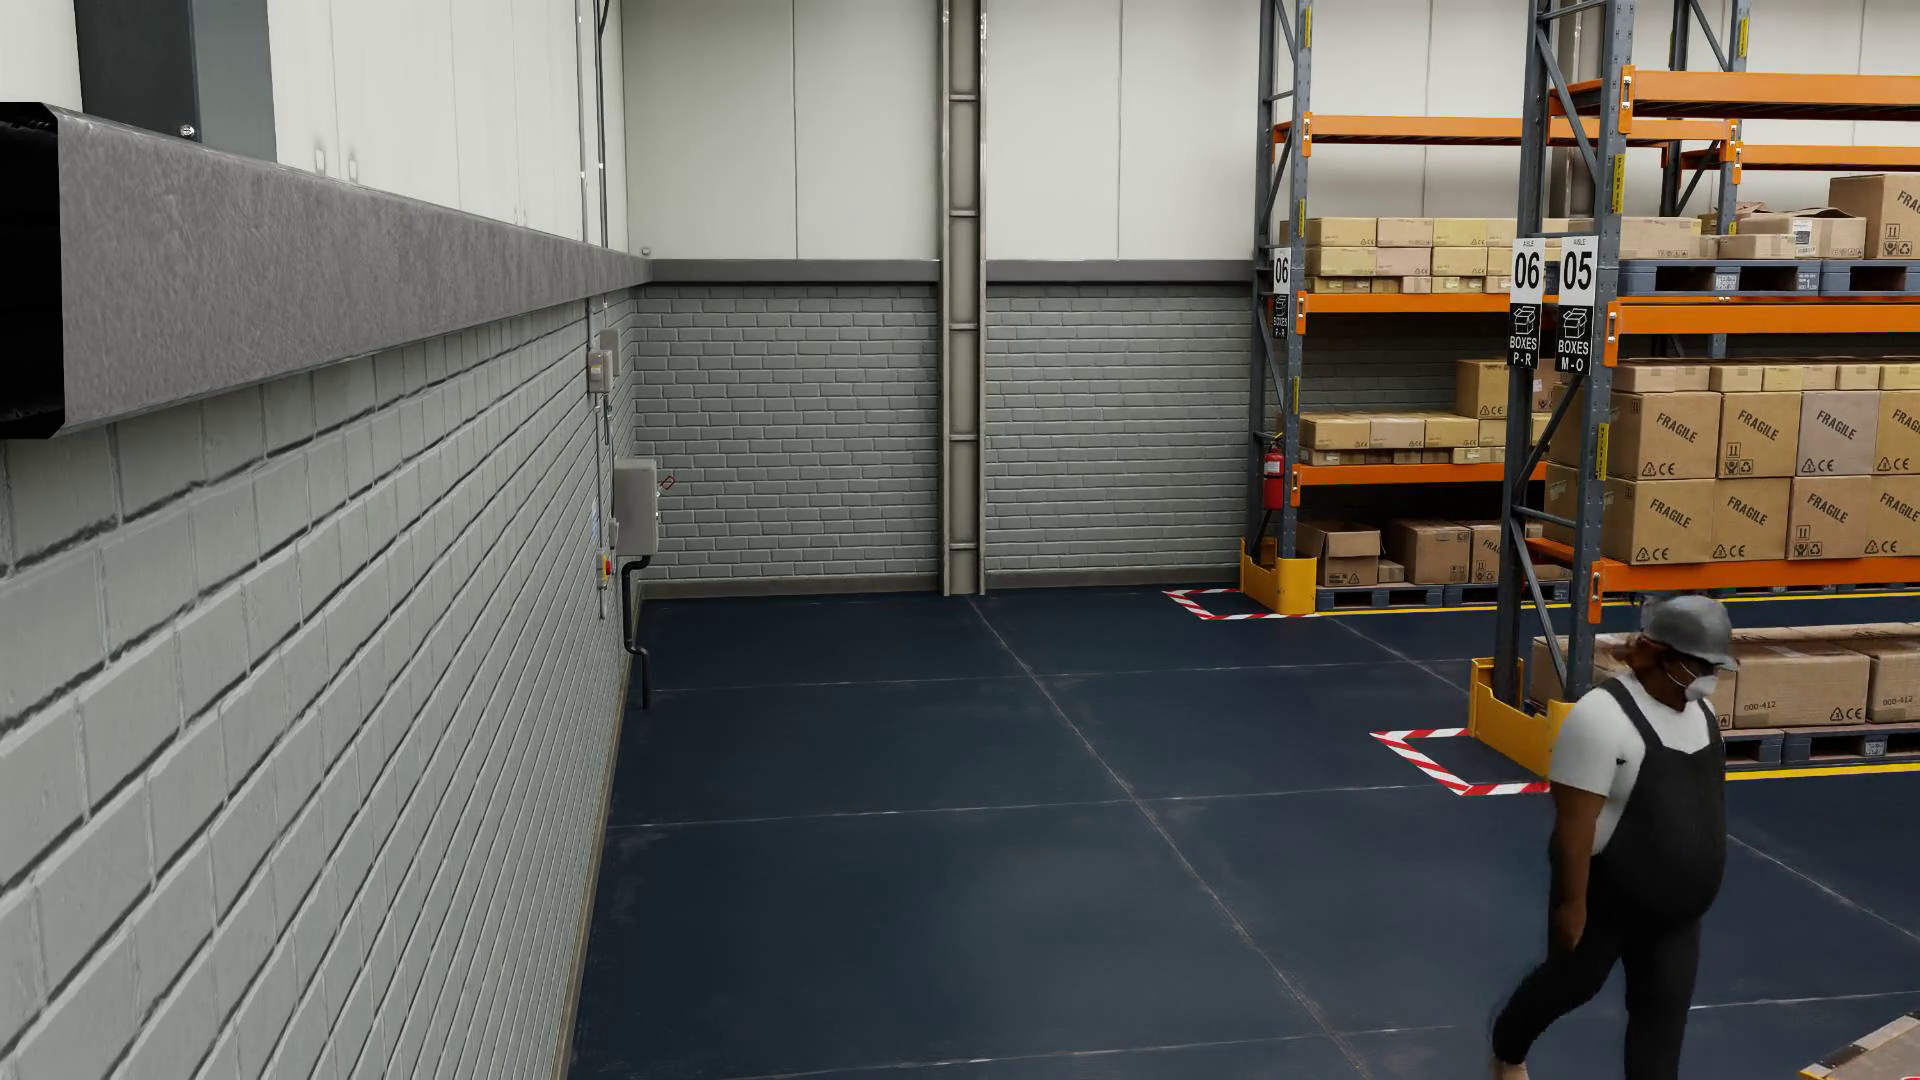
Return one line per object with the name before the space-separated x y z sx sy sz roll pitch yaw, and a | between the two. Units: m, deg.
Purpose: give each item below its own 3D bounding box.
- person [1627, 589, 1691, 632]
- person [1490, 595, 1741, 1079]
person | 4.828 0.341 11.586 0.887 1.656 0.540 -1 9 -8
person | 2.238 1.098 5.722 0.744 2.000 0.939 -5 10 -26
